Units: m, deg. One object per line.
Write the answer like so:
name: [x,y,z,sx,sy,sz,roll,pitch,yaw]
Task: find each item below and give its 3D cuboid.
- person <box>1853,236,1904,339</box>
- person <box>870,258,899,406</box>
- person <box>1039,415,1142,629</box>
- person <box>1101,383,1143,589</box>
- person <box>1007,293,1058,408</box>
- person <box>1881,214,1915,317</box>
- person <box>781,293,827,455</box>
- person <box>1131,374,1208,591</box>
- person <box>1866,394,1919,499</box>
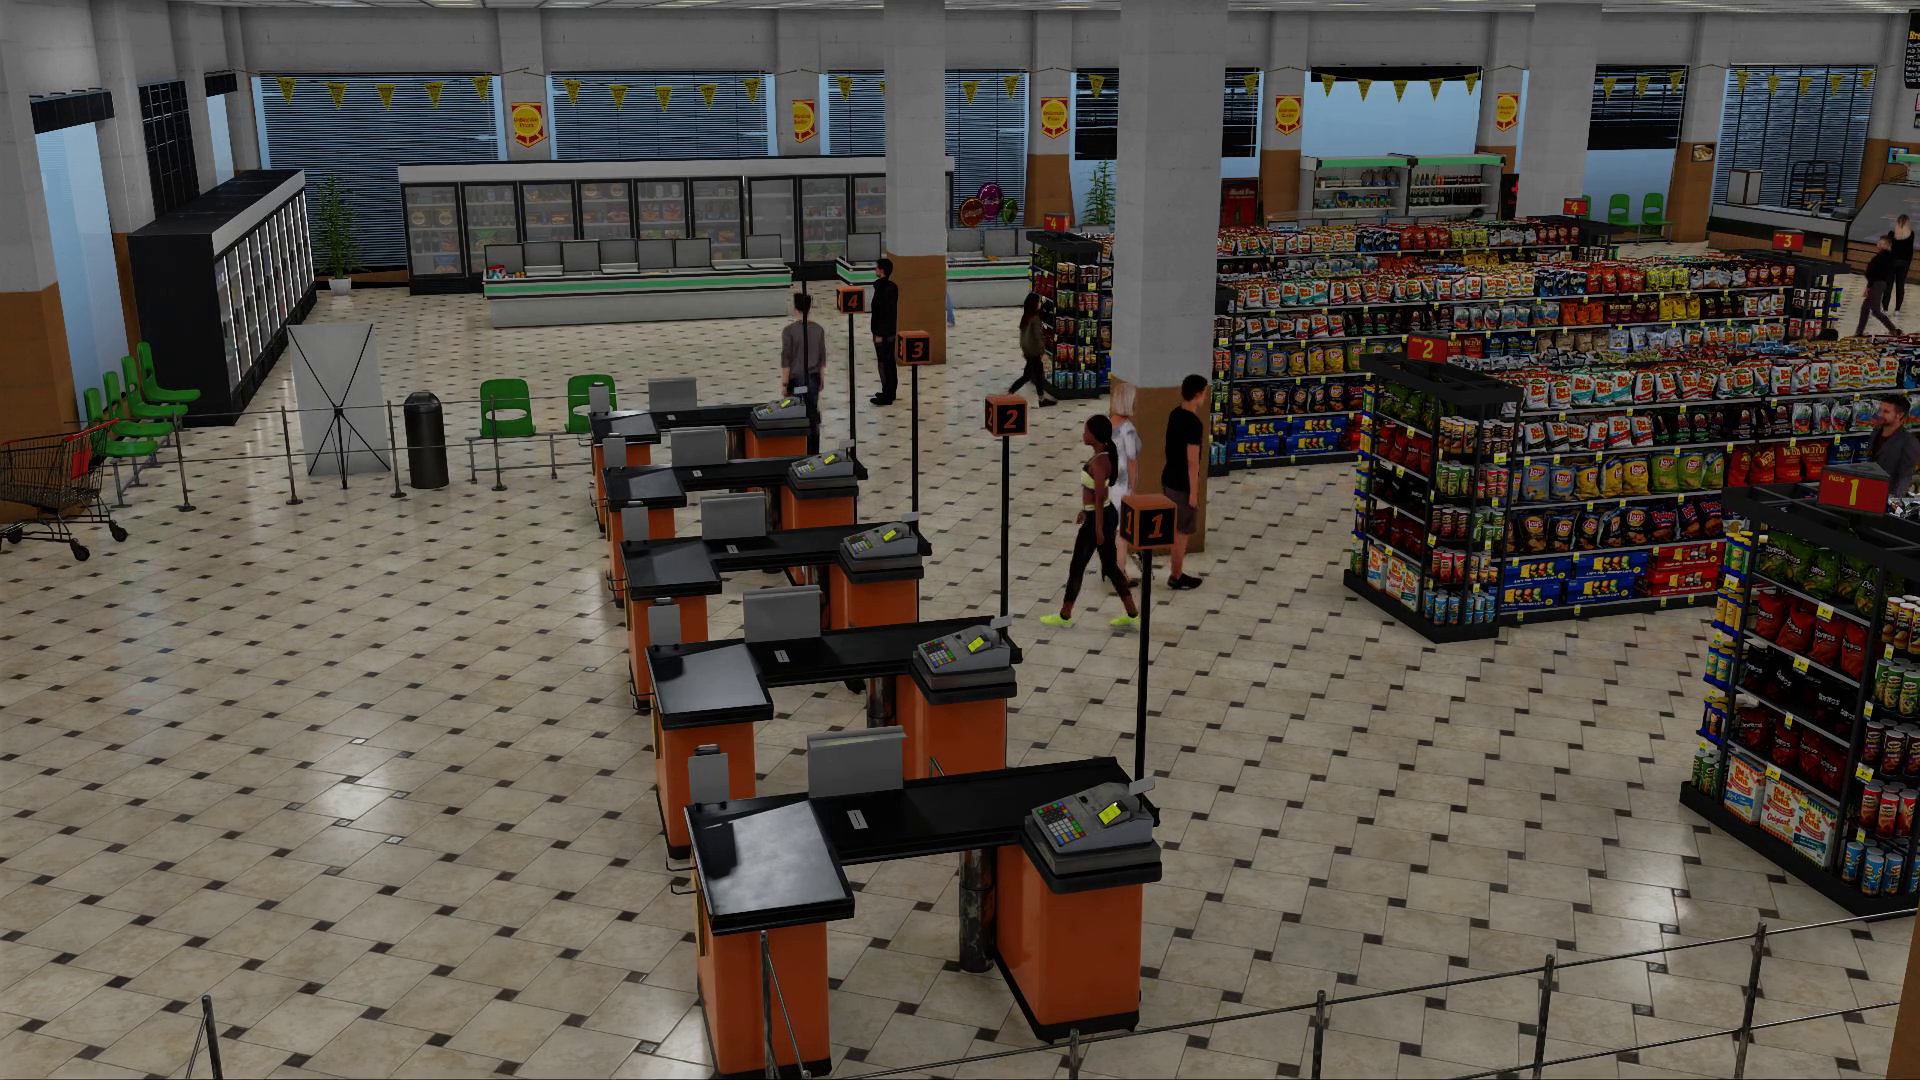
person: [13.790,-3.692,24.886,1.003,1.645,1.038,14,22,39]
person: [-0.951,-2.656,21.142,0.747,1.839,0.801,3,17,9]
person: [1.163,-0.109,12.956,1.093,1.720,0.926,5,18,17]
person: [1.364,-0.472,14.103,0.537,1.750,0.588,-7,18,-21]
person: [0.834,-2.317,20.694,0.979,1.450,0.614,-3,17,-10]
person: [15.626,-4.581,27.745,0.626,1.686,0.748,4,17,11]
person: [-1.642,-1.668,17.803,0.683,1.887,0.837,-9,19,-26]
person: [1.765,-0.468,13.926,0.838,1.845,0.702,-5,18,-17]
person: [7.331,-0.239,13.149,0.631,1.858,0.686,-4,17,-14]
